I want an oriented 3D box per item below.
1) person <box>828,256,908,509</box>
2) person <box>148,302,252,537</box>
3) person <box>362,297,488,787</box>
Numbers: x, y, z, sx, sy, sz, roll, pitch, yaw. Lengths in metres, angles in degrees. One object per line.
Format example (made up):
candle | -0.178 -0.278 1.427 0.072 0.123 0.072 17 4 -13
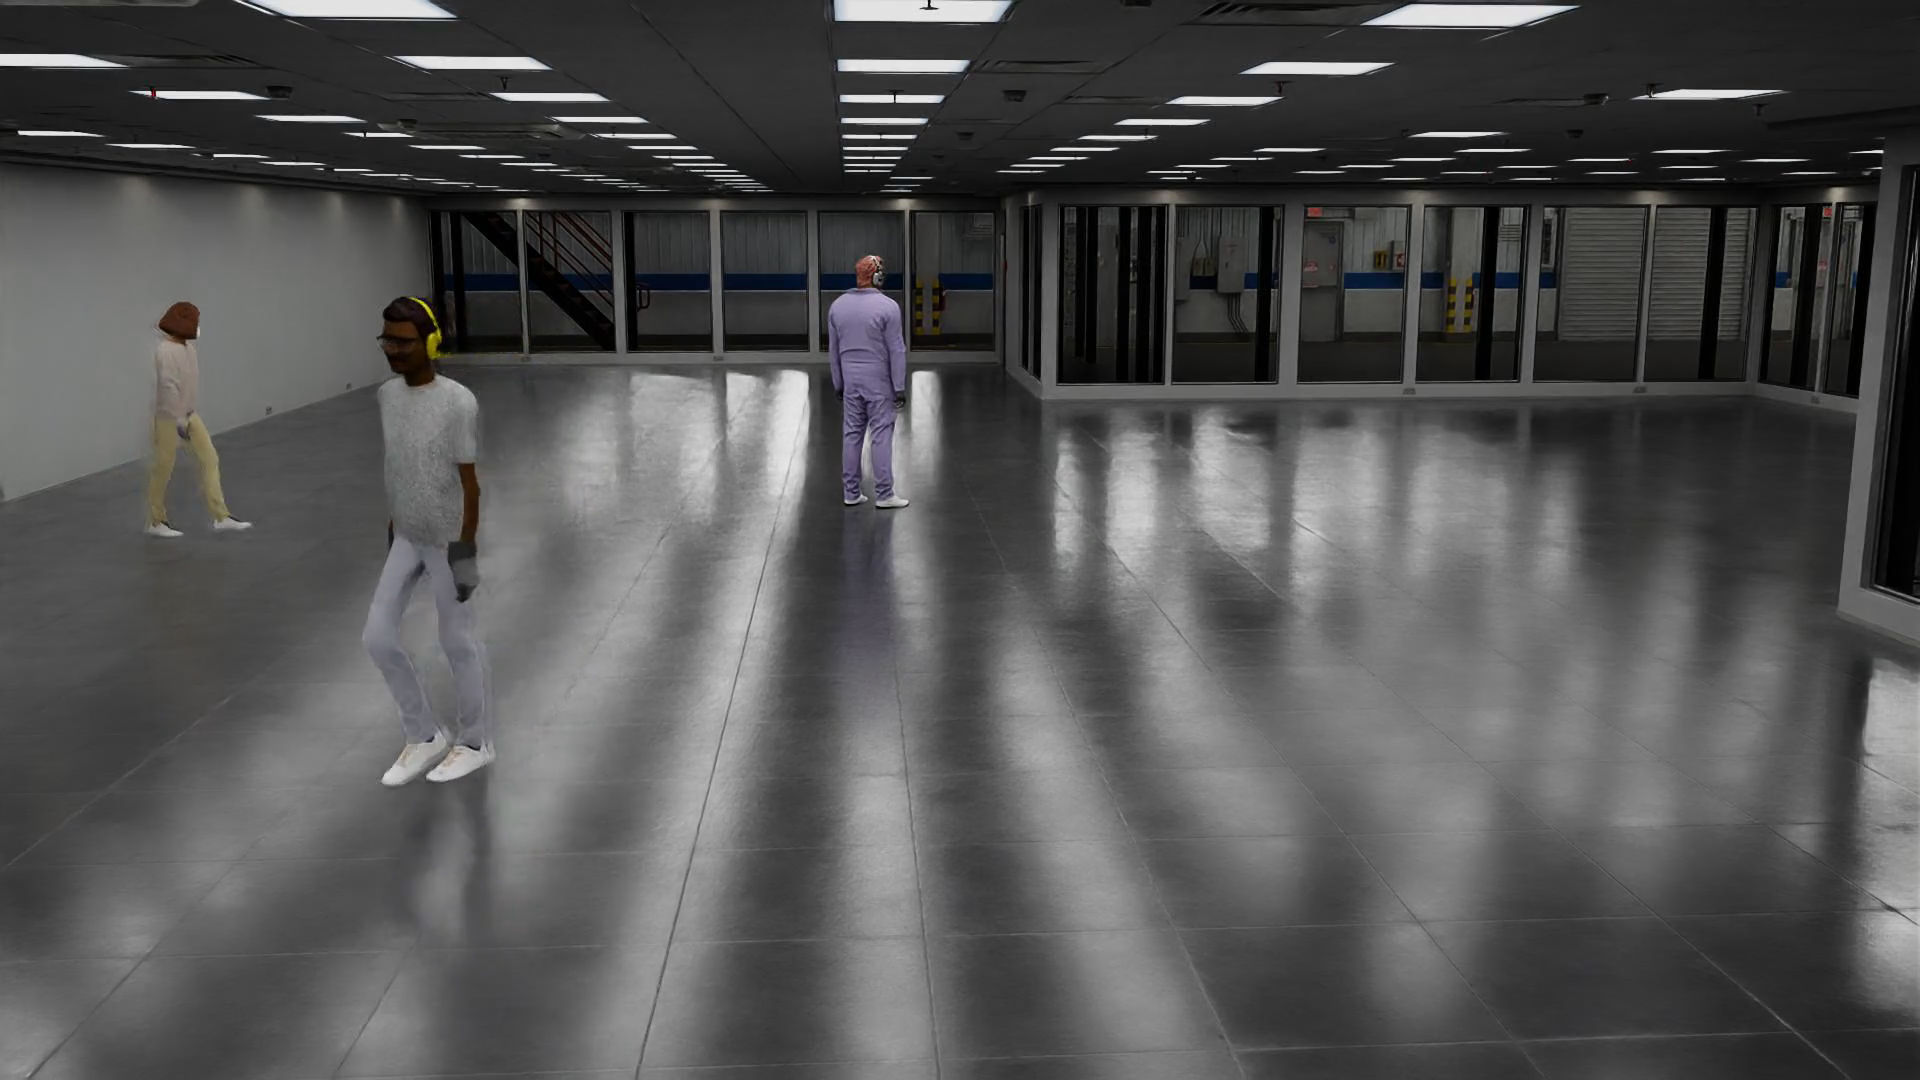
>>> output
person | -0.670 -1.188 12.592 0.655 1.906 0.407 6 12 30
person | -5.240 -0.807 11.347 0.772 1.600 0.534 1 11 6
person | -2.005 0.026 6.207 0.552 1.848 0.584 6 12 29
